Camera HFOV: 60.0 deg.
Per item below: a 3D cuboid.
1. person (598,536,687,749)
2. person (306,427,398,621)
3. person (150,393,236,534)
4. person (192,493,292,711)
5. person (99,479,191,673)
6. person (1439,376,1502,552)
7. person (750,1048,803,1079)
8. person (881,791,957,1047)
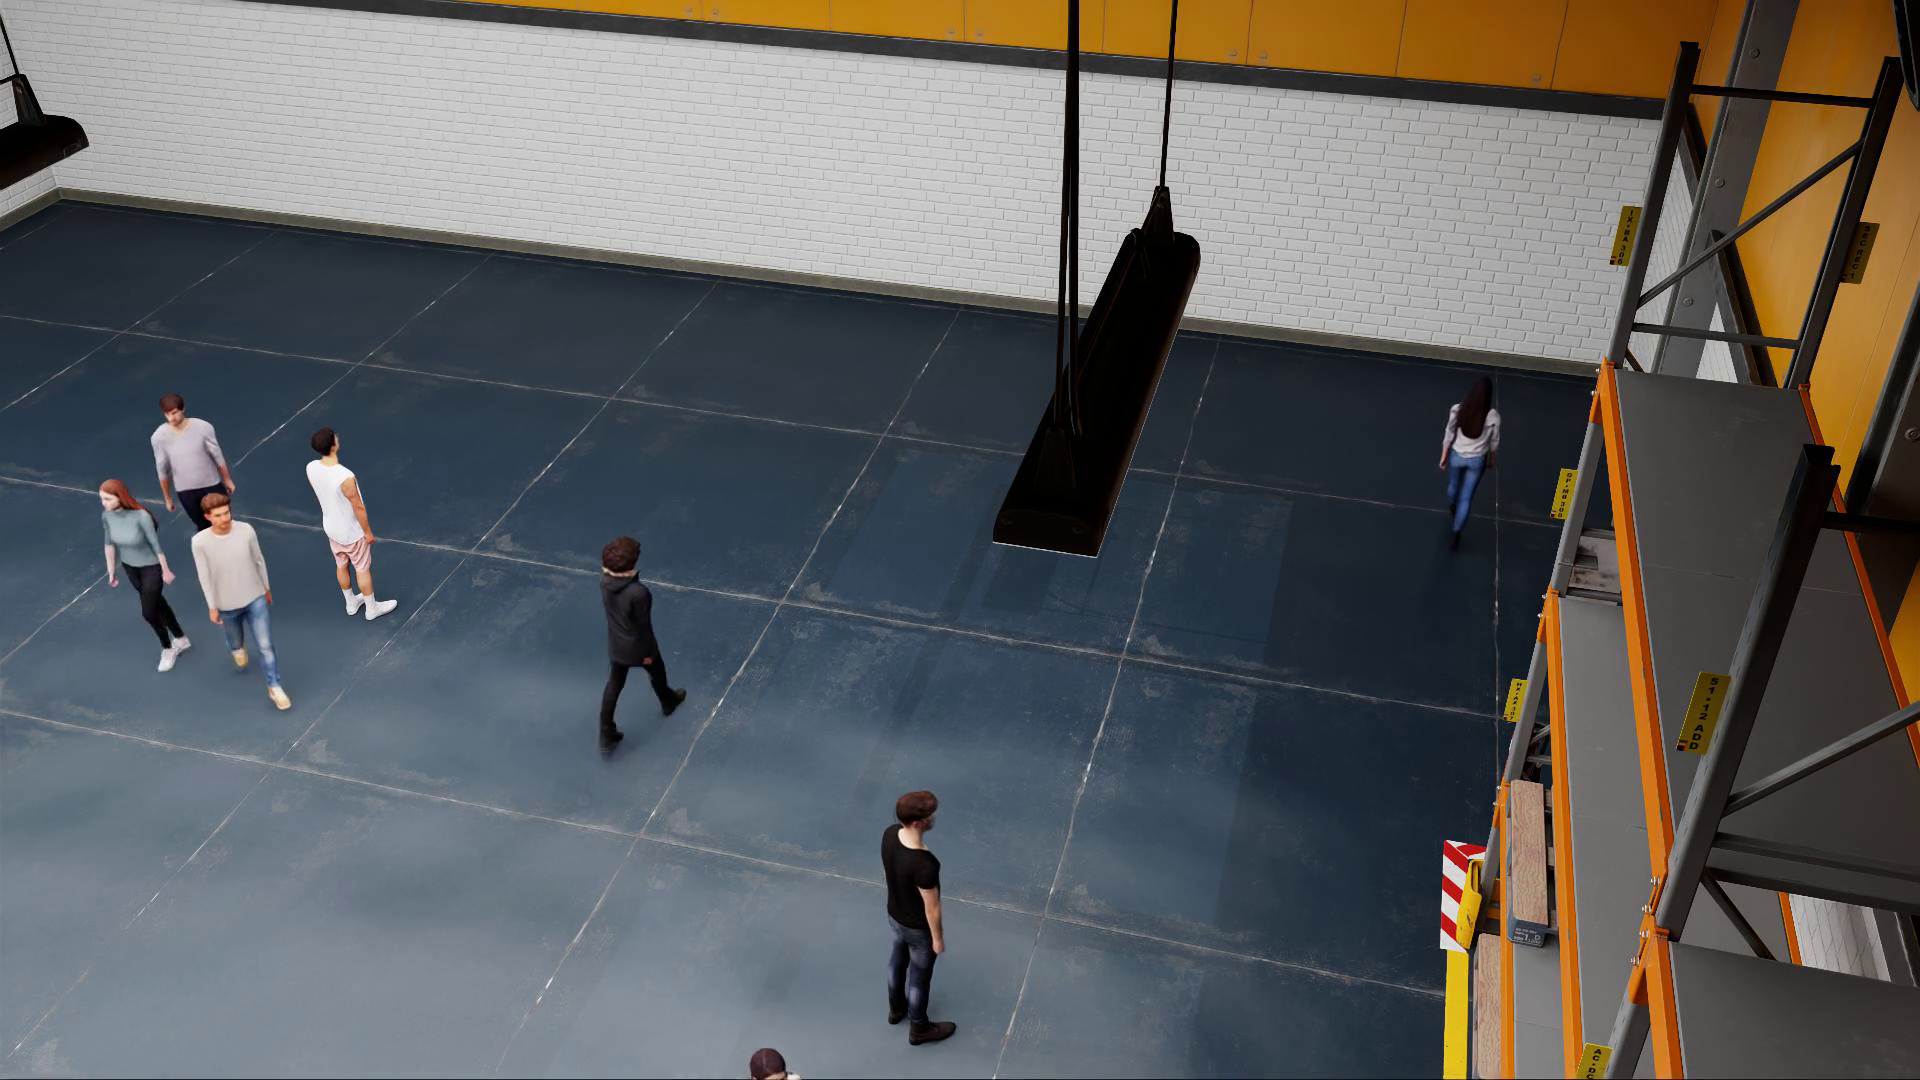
[{"bbox_3d":[-2.530,0.800,12.472,0.831,1.746,1.205,18,37,25],"label":"person"},{"bbox_3d":[-5.121,-0.128,13.827,0.680,1.791,0.637,16,37,22],"label":"person"},{"bbox_3d":[-6.557,-0.501,14.357,0.898,1.826,0.962,-9,35,-14],"label":"person"},{"bbox_3d":[-5.631,0.420,12.918,1.109,1.885,1.150,-20,38,-27],"label":"person"},{"bbox_3d":[-6.500,0.209,13.376,0.621,1.729,0.667,10,35,15],"label":"person"},{"bbox_3d":[4.504,-0.646,14.794,0.712,1.584,1.049,13,36,18],"label":"person"},{"bbox_3d":[-1.036,3.255,8.912,1.077,1.598,1.083,-21,39,-28],"label":"person"},{"bbox_3d":[-0.288,2.286,10.101,0.785,1.895,0.748,-22,39,-29],"label":"person"}]
